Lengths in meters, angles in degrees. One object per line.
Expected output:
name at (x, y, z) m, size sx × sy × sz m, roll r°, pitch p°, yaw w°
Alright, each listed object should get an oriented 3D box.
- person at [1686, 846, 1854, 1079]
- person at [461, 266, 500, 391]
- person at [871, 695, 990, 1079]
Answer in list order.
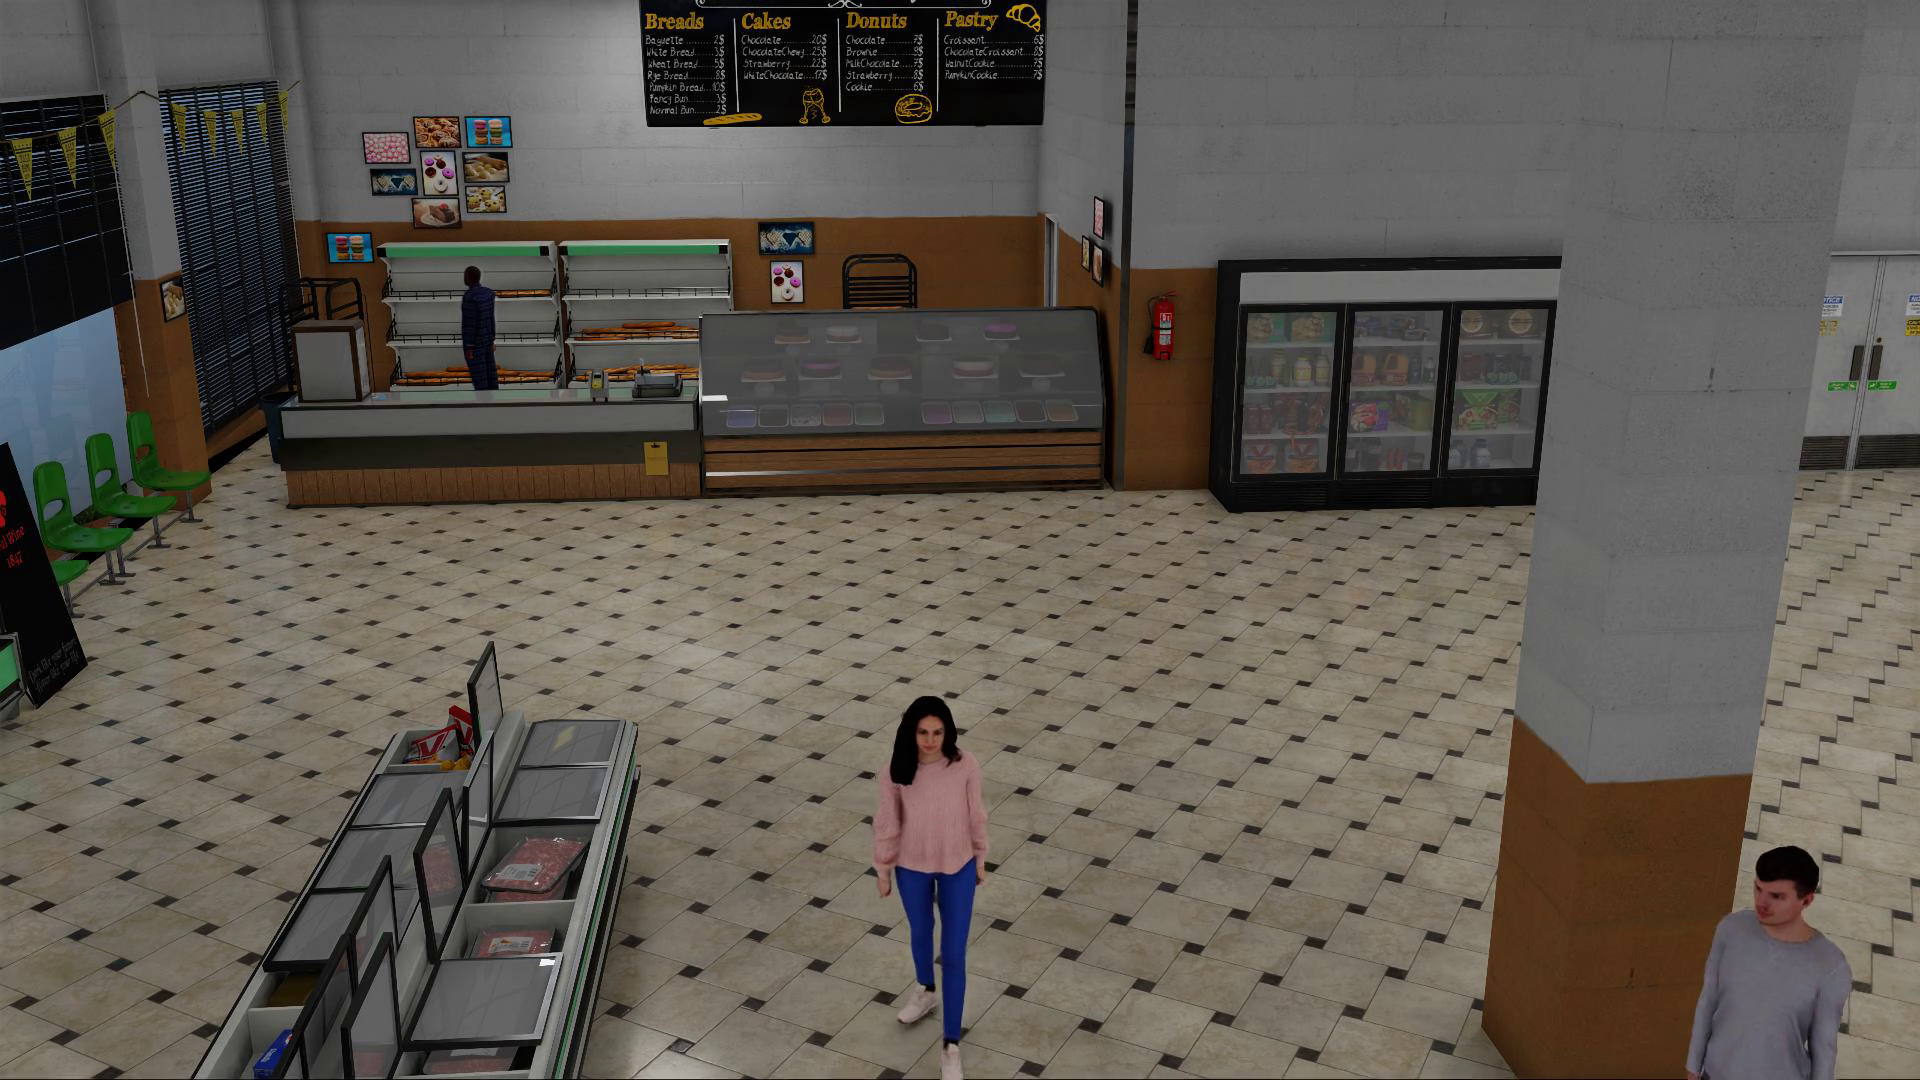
person at (2.797, 1.883, 5.760) m, size 1.023 × 1.824 × 1.086 m, roll -12°, pitch 20°, yaw -33°
person at (-5.671, -2.321, 19.607) m, size 0.833 × 1.823 × 0.707 m, roll 7°, pitch 18°, yaw 21°
person at (-0.115, 1.449, 7.363) m, size 0.752 × 1.723 × 1.031 m, roll 1°, pitch 17°, yaw 5°
